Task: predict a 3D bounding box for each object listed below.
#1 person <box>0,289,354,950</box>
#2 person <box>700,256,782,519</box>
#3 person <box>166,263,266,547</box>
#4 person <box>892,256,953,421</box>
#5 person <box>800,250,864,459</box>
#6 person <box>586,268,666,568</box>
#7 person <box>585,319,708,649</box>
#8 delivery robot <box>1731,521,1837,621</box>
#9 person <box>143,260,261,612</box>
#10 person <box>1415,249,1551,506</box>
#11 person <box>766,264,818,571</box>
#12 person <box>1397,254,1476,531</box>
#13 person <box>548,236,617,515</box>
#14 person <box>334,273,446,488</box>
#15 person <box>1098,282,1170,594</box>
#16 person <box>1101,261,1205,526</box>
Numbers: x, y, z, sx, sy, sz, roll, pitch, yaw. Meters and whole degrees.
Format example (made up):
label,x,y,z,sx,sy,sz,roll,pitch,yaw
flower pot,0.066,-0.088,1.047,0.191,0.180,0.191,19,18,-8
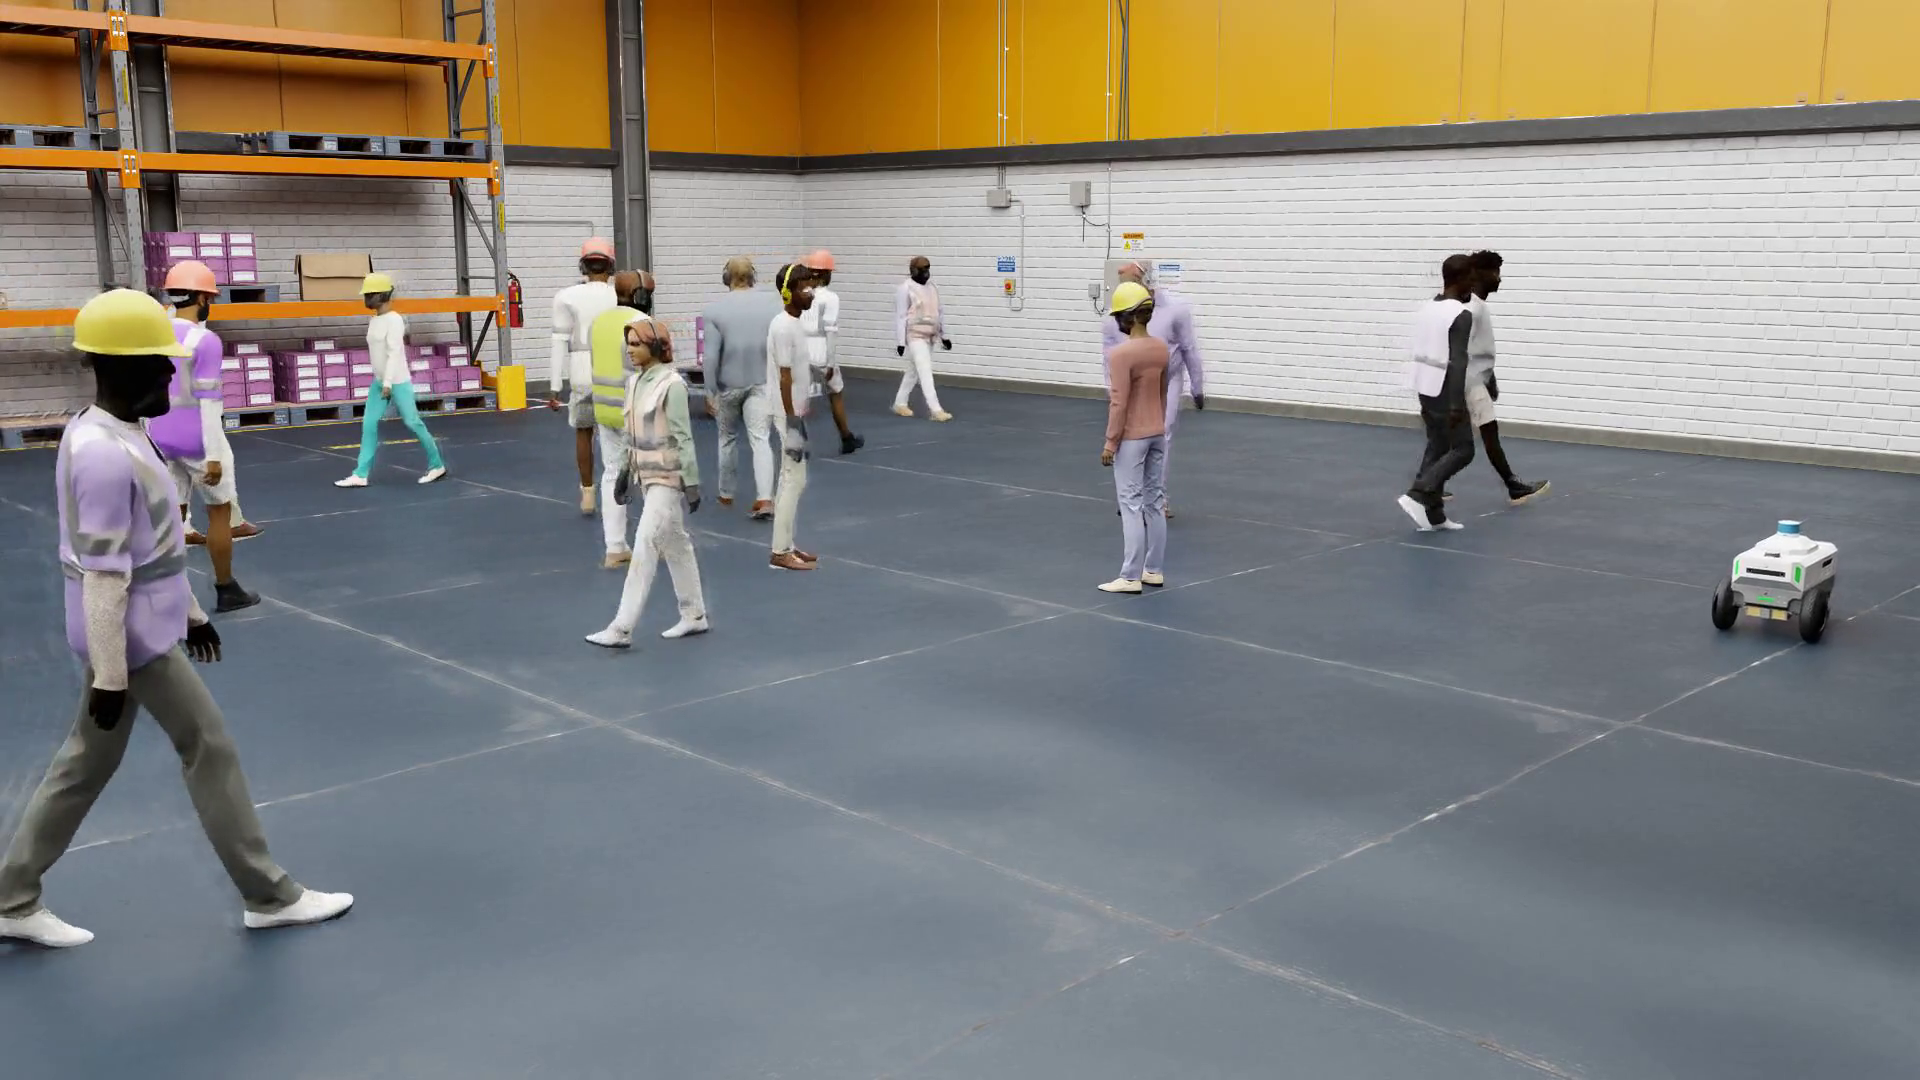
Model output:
label,x,y,z,sx,sy,sz,roll,pitch,yaw
person,-2.328,0.242,4.667,0.980,1.886,0.587,-6,12,-28
person,-1.543,-1.101,12.009,0.640,1.887,1.000,-4,11,-20
person,-4.929,-0.883,10.900,0.567,1.840,0.705,5,12,28
person,-0.447,-2.233,18.403,0.950,1.804,0.630,8,13,36
person,-1.272,-1.686,15.166,0.547,1.884,0.996,6,12,31
person,-1.957,-0.740,10.187,0.656,1.817,0.628,8,13,36
person,-1.579,-0.268,8.155,0.794,1.604,0.545,-7,13,-34
delivery robot,4.249,0.143,8.560,0.477,0.478,0.707,9,14,40
person,-4.127,-0.505,8.700,0.557,1.905,0.818,5,11,23
person,3.923,-1.214,12.508,1.036,1.902,0.629,3,11,18
person,-1.034,-0.736,10.116,0.345,1.848,0.577,-1,10,-5
person,3.253,-0.977,11.266,0.469,1.901,0.598,-2,11,-12
person,-2.553,-1.120,11.733,0.687,2.009,0.722,-3,11,-14
person,-4.602,-1.284,13.425,0.534,1.723,0.901,10,14,42
person,0.984,-0.572,9.436,0.324,1.760,0.523,9,13,39
person,1.322,-1.026,11.702,0.686,1.841,0.851,5,12,27
